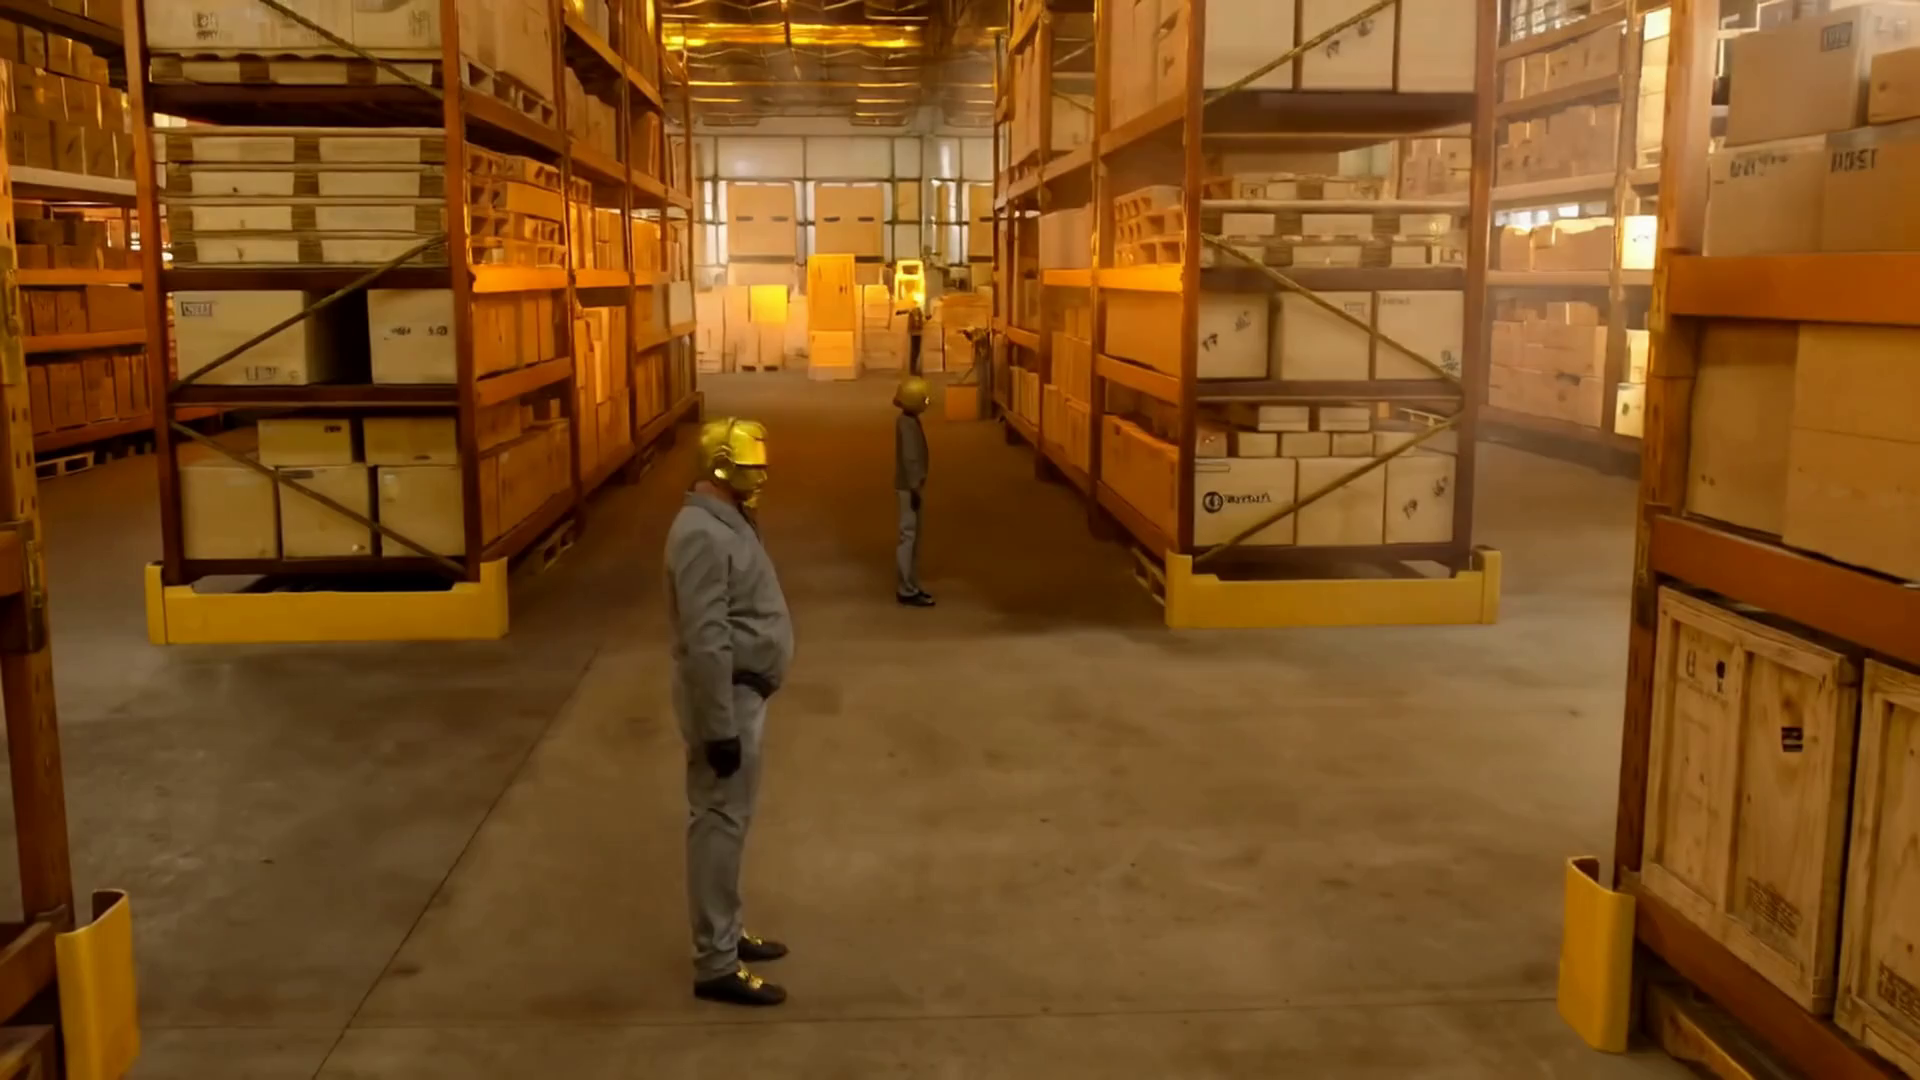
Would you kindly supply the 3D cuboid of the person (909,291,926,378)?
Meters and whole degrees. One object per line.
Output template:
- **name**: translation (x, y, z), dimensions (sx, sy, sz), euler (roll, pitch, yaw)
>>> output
- **person**: translation (-0.985, -4.700, 38.115), dimensions (0.377, 1.995, 0.608), euler (-1, 9, -4)

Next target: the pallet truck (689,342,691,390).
- **pallet truck**: translation (-5.225, -3.008, 27.480), dimensions (1.885, 1.965, 0.823), euler (2, 9, 14)

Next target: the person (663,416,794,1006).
- **person**: translation (-0.742, 0.549, 5.459), dimensions (0.403, 1.904, 0.648), euler (-1, 9, -4)

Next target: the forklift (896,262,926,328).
- **forklift**: translation (-1.780, -8.547, 59.499), dimensions (1.129, 2.768, 1.873), euler (-1, 9, -4)

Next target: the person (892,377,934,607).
- **person**: translation (-0.338, -0.346, 11.909), dimensions (0.284, 1.633, 0.497), euler (-1, 9, -4)

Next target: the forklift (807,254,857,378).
- **forklift**: translation (-2.942, -5.145, 38.138), dimensions (1.129, 2.768, 1.873), euler (-1, 9, -4)
